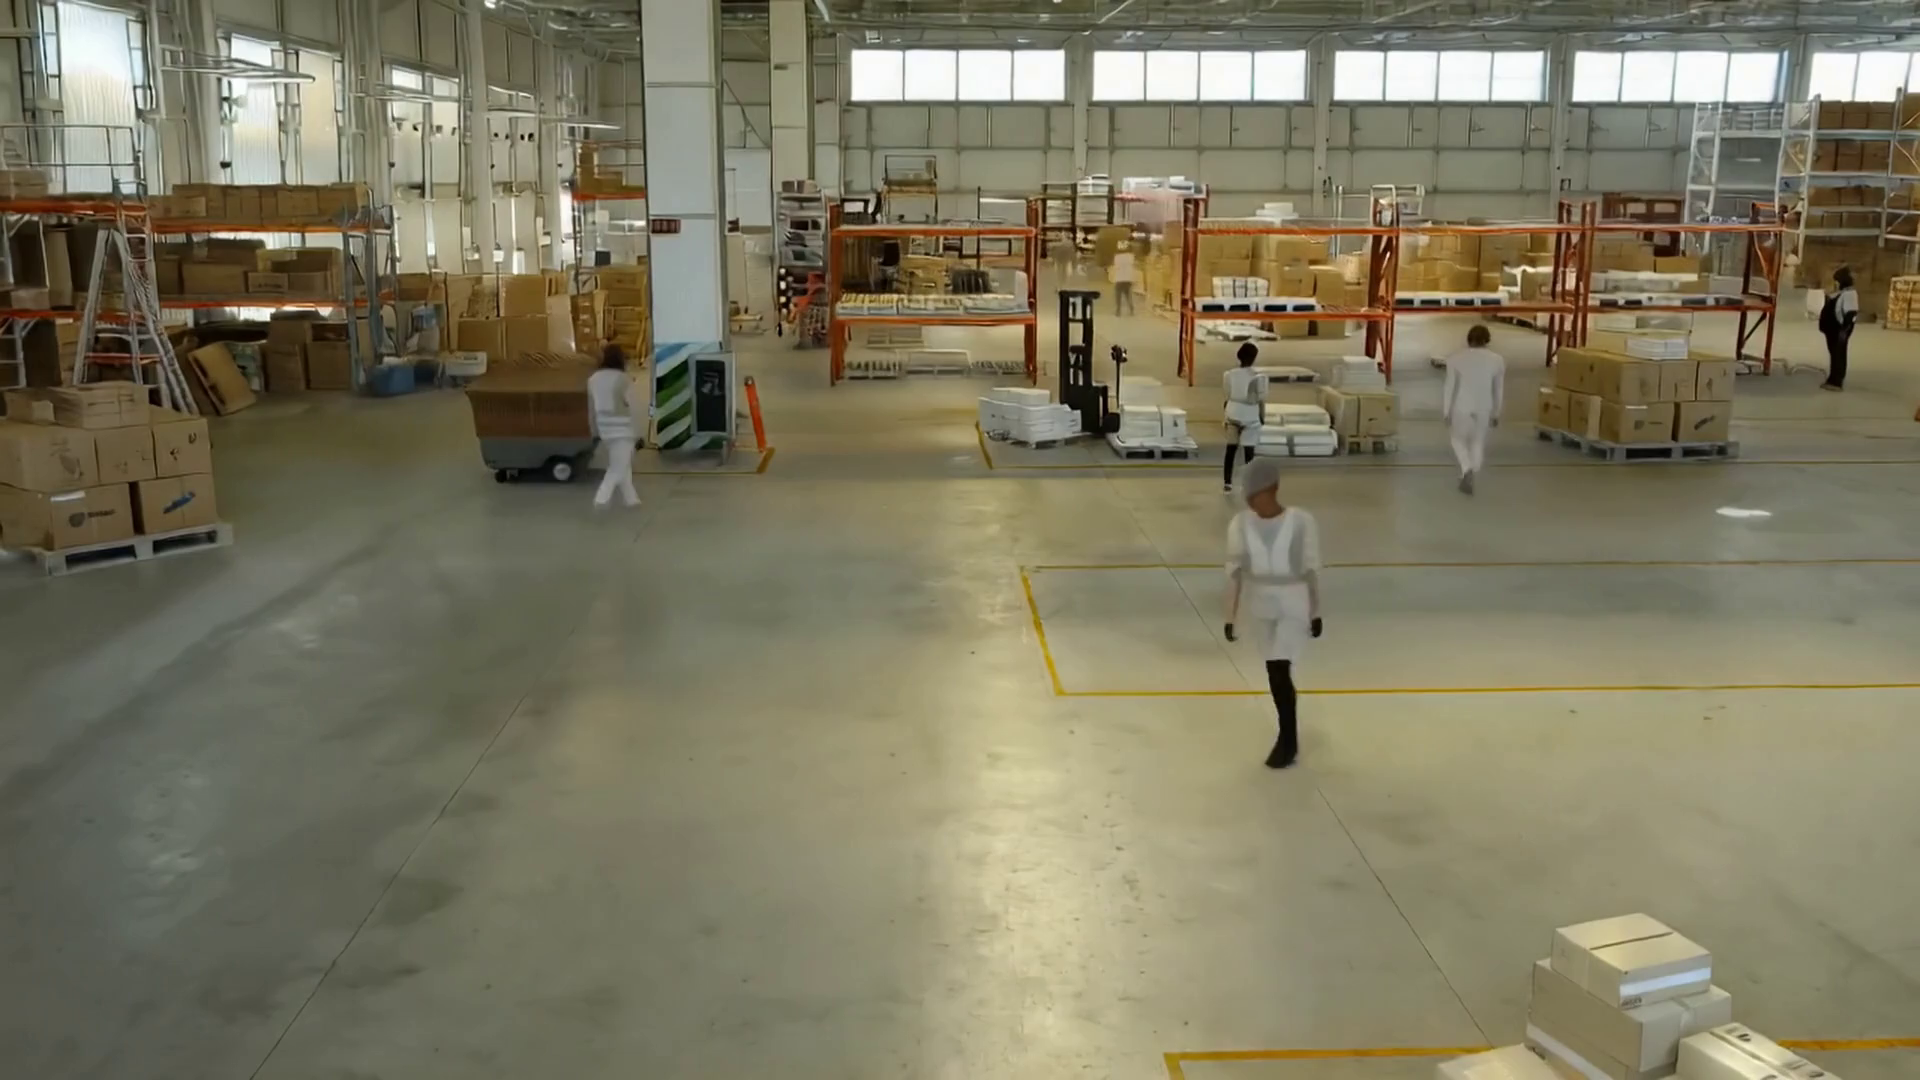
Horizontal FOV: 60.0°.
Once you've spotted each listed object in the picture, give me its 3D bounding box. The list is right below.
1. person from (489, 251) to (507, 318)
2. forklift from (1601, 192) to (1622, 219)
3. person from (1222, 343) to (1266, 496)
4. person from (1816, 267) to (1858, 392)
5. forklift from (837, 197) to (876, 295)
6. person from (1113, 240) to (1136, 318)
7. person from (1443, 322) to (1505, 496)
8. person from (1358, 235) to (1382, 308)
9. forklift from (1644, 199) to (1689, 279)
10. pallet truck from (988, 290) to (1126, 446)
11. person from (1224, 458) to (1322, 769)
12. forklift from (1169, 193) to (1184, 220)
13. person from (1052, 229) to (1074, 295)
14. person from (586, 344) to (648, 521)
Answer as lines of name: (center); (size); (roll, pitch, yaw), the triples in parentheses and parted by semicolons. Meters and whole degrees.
person: (-11.381, -6.265, 40.851); (0.314, 1.634, 0.516); (-12, 17, -43)
forklift: (23.740, -11.331, 60.882); (1.129, 2.768, 1.873); (-11, 17, -41)
person: (3.150, -1.339, 18.484); (0.533, 1.690, 0.321); (10, 16, 37)
person: (14.308, -3.441, 27.170); (0.539, 2.000, 0.689); (4, 13, 16)
forklift: (-3.098, -8.607, 48.580); (1.129, 2.768, 1.873); (1, 13, 5)
person: (4.049, -6.395, 40.808); (0.607, 1.906, 0.589); (-7, 14, -27)
person: (5.650, -1.420, 18.292); (0.647, 1.927, 0.508); (0, 12, 1)
person: (10.560, -6.884, 42.942); (0.635, 1.938, 0.359); (-5, 13, -21)
forklift: (19.200, -7.935, 45.546); (1.129, 2.768, 1.873); (0, 12, -2)
pallet truck: (1.257, -2.299, 22.111); (1.885, 1.965, 0.823); (-9, 15, -35)
person: (1.882, 0.427, 10.054); (0.550, 1.883, 0.700); (9, 15, 35)
forklift: (7.371, -10.457, 56.934); (1.873, 2.768, 1.129); (3, 13, 12)
person: (2.975, -7.963, 47.845); (0.648, 1.923, 0.493); (-3, 13, -11)
person: (-3.580, -1.116, 17.224); (0.626, 1.816, 0.909); (8, 15, 32)
